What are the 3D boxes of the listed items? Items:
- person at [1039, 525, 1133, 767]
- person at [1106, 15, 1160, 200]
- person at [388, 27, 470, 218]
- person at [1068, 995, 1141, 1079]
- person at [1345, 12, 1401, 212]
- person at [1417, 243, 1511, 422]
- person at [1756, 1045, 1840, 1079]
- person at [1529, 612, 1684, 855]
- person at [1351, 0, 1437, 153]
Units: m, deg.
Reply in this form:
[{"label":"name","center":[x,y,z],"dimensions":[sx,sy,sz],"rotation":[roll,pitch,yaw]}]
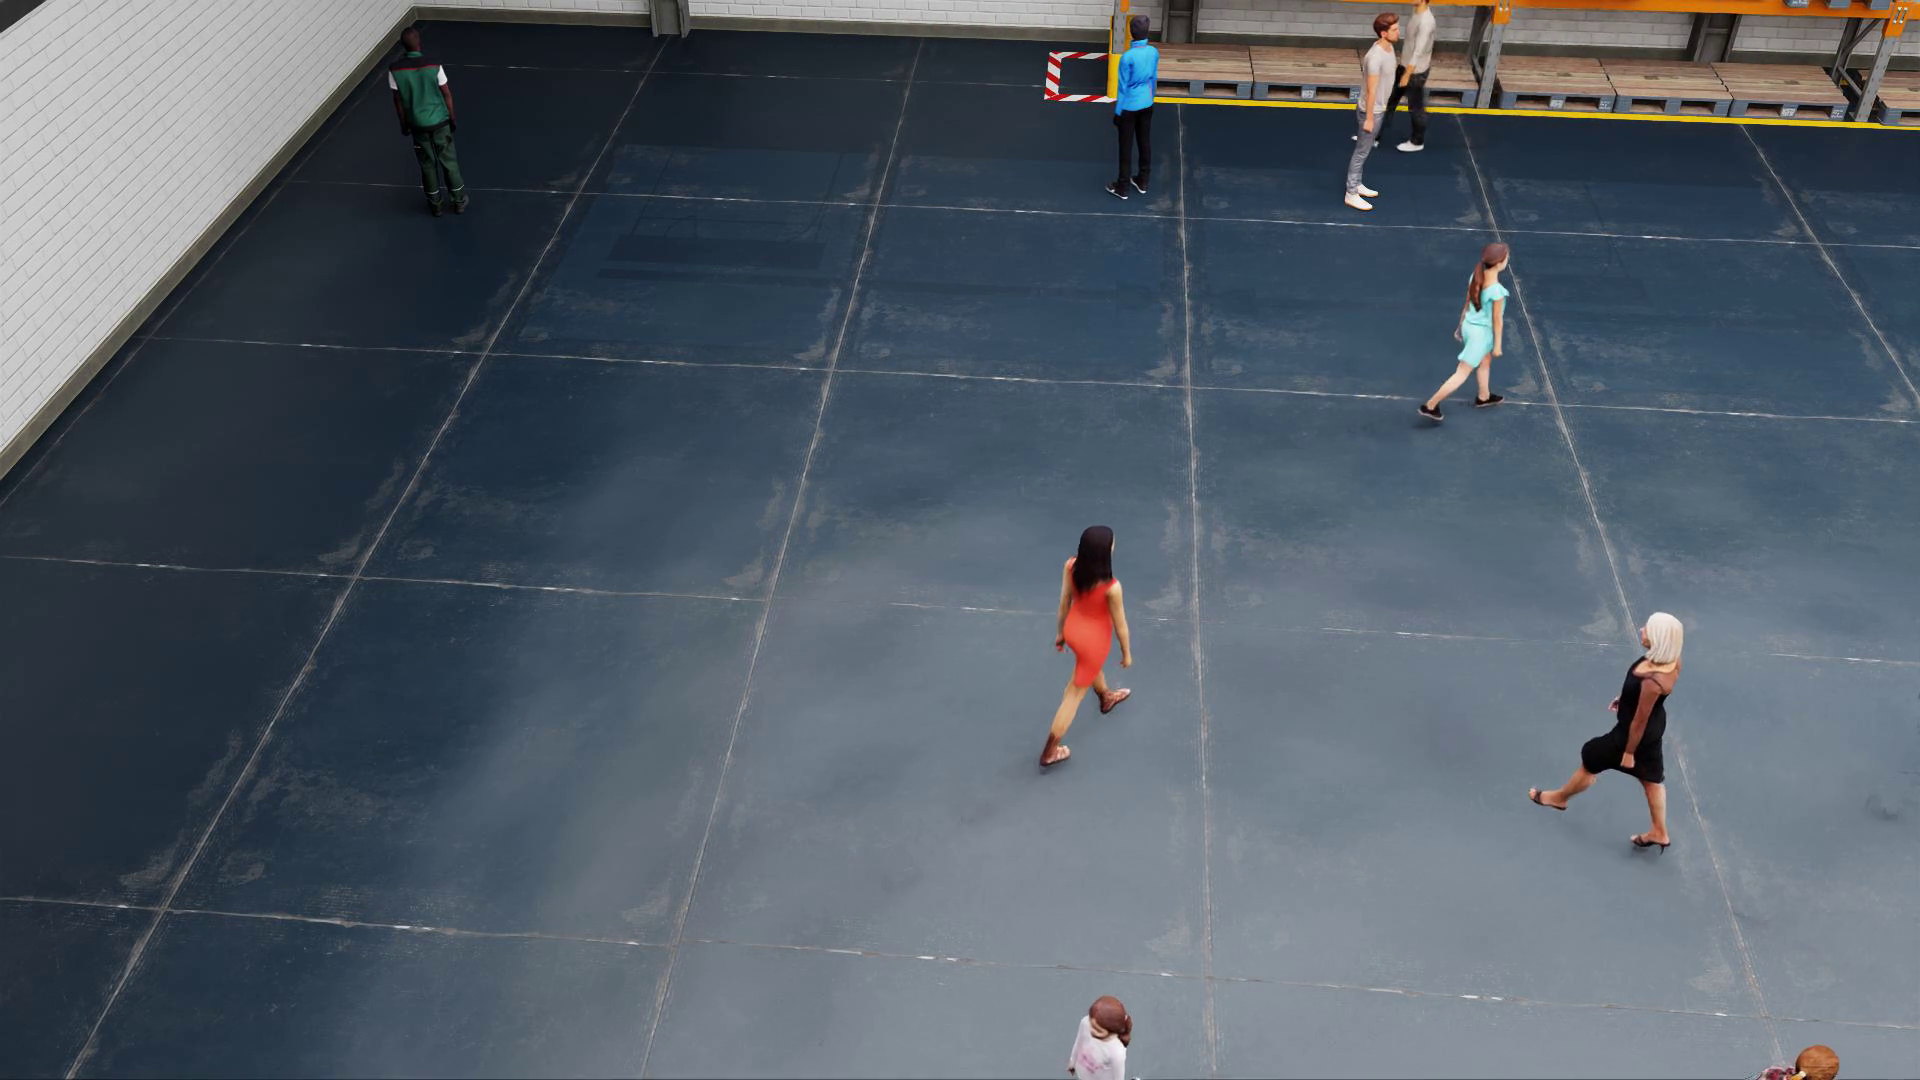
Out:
[{"label":"person","center":[0.719,0.675,10.068],"dimensions":[1.131,1.669,1.125],"rotation":[-31,48,-33]},{"label":"person","center":[1.701,-4.179,16.044],"dimensions":[0.668,1.796,0.746],"rotation":[-23,44,-26]},{"label":"person","center":[-5.021,-3.945,15.716],"dimensions":[0.660,1.839,0.816],"rotation":[-8,39,-10]},{"label":"person","center":[0.717,2.571,8.151],"dimensions":[0.813,1.097,0.692],"rotation":[-20,43,-23]},{"label":"person","center":[3.934,-4.124,15.892],"dimensions":[0.687,1.898,0.731],"rotation":[16,41,19]},{"label":"person","center":[3.998,-1.589,13.018],"dimensions":[1.139,1.524,0.845],"rotation":[-11,40,-14]},{"label":"person","center":[3.748,2.793,7.709],"dimensions":[0.765,1.303,0.700],"rotation":[-22,43,-25]},{"label":"person","center":[3.936,1.134,9.469],"dimensions":[1.153,1.698,0.999],"rotation":[27,46,29]},{"label":"person","center":[4.659,-4.746,16.758],"dimensions":[1.034,1.790,0.785],"rotation":[-3,39,-3]}]
